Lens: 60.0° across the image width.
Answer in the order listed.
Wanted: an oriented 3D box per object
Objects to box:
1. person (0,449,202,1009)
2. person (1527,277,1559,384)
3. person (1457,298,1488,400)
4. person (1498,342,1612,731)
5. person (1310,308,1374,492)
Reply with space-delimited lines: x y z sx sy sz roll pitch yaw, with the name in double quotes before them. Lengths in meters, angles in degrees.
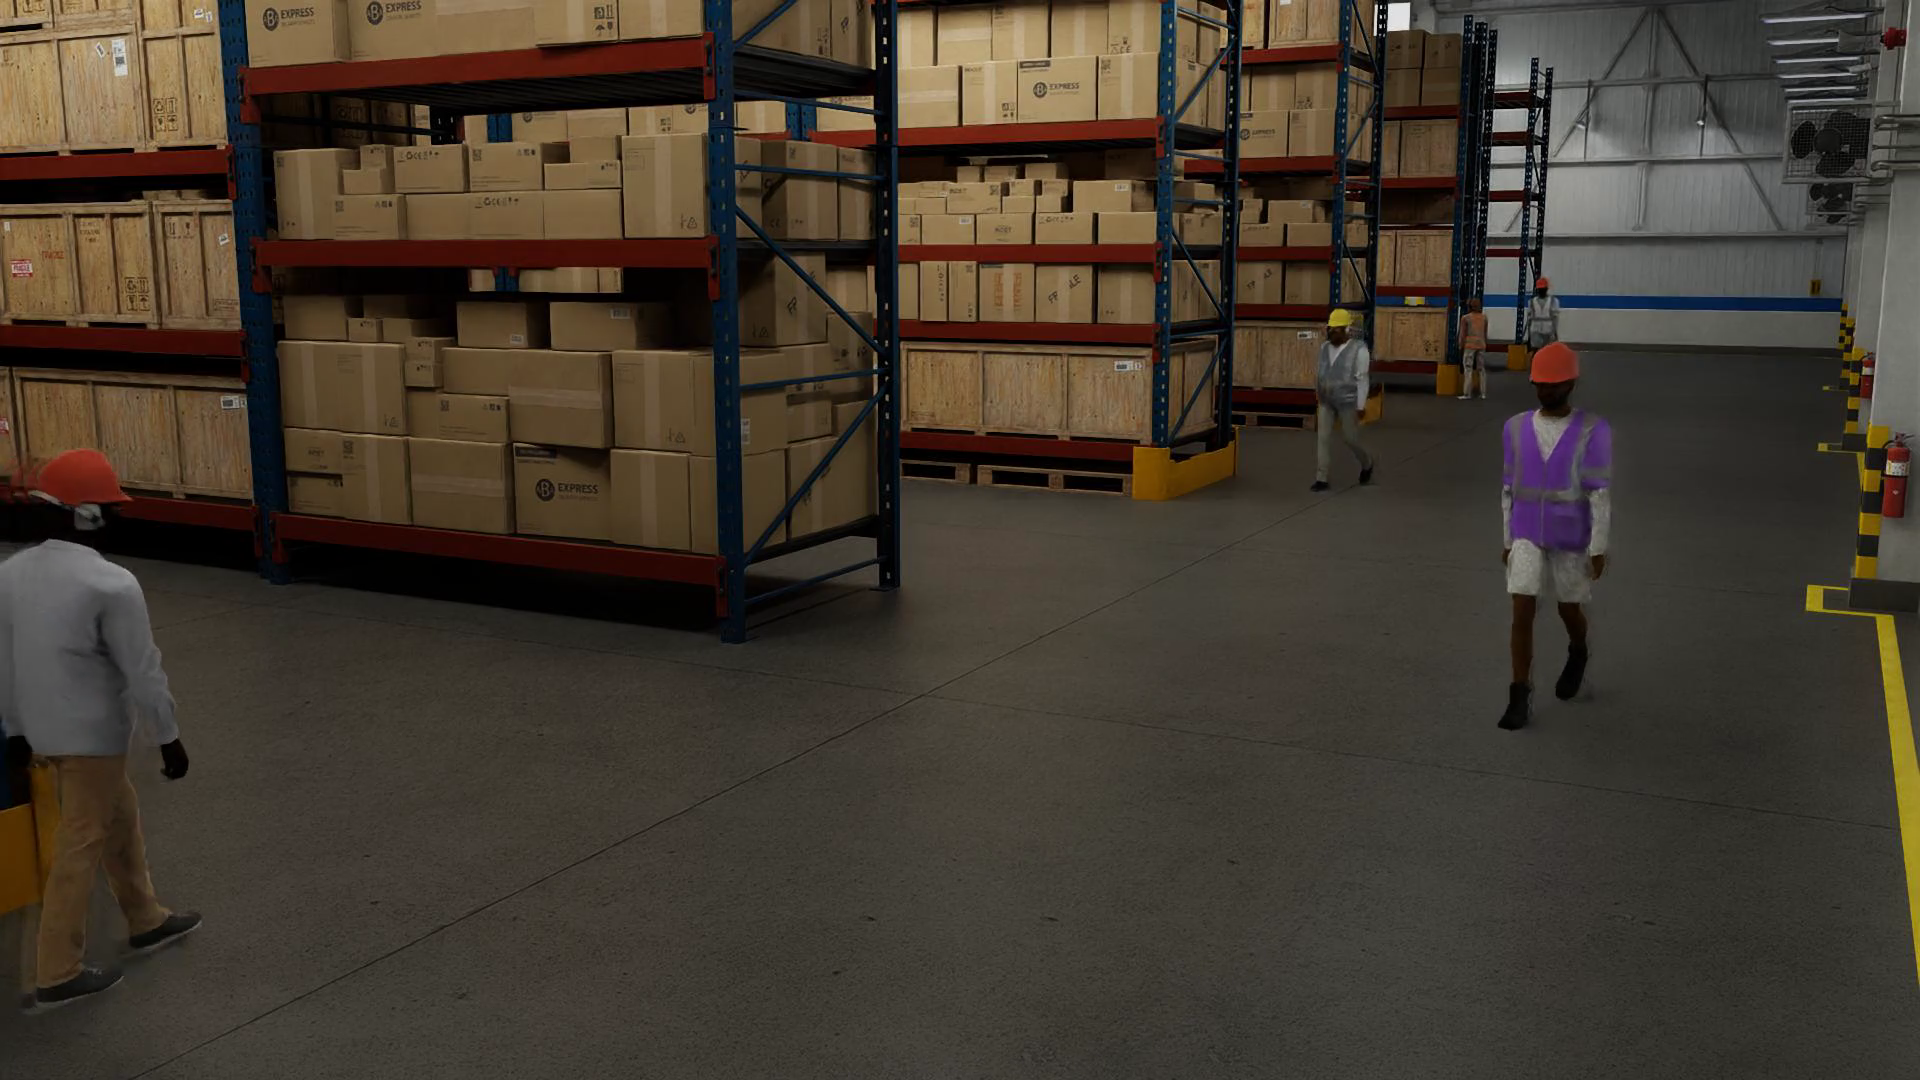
"person" -2.683 0.565 5.302 0.584 1.716 0.777 5 11 28
"person" 10.452 -3.764 29.845 0.554 1.914 0.745 4 11 24
"person" 8.172 -3.041 26.494 0.527 1.628 0.325 -3 10 -16
"person" 2.993 -0.045 8.349 0.555 1.909 0.884 7 12 35
"person" 3.788 -1.388 16.407 0.600 1.806 0.791 10 14 44
